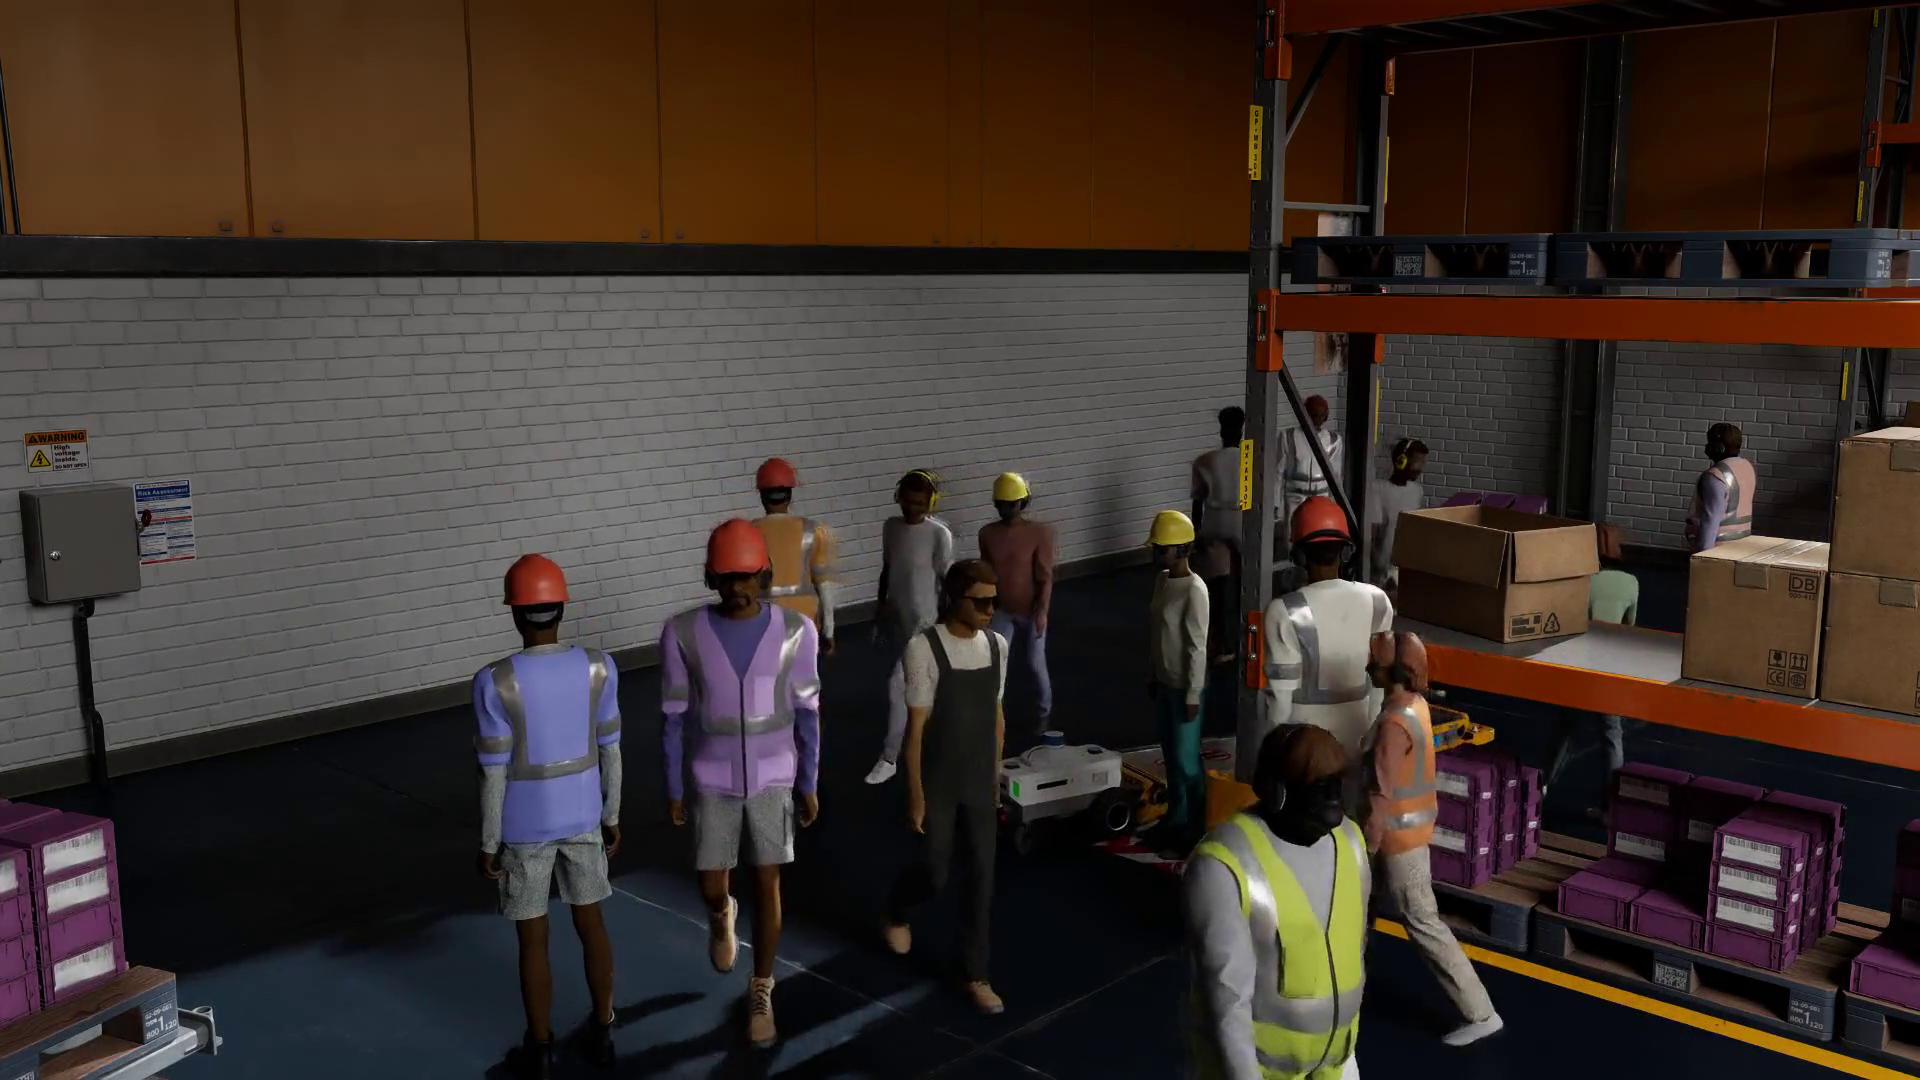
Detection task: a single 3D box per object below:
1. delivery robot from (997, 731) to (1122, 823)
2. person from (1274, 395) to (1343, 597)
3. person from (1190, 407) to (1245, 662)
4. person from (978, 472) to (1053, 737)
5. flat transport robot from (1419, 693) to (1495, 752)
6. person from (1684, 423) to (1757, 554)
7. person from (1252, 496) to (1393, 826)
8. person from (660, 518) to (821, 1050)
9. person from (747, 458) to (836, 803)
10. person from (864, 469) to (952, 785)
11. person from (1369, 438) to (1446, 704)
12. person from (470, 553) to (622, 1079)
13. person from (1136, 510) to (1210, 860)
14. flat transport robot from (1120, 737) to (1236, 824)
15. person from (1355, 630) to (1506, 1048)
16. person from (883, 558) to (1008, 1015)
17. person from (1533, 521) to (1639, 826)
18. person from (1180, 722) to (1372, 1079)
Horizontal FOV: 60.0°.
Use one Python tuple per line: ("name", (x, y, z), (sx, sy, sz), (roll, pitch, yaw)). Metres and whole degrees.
("delivery robot", (0.483, 1.233, 8.610), (0.707, 0.478, 0.477), (-6, 11, -31))
("person", (3.009, -0.325, 14.415), (0.583, 1.871, 0.405), (0, 9, -1))
("person", (2.077, -0.067, 12.738), (0.627, 1.894, 1.046), (2, 10, 14))
("person", (0.340, 0.433, 10.242), (0.528, 1.720, 0.905), (4, 10, 24))
("flat transport robot", (2.542, 1.174, 10.125), (1.431, 0.197, 0.652), (-7, 11, -35))
("person", (5.499, 0.069, 12.102), (0.626, 1.844, 0.429), (-9, 13, -43))
("person", (1.455, 0.836, 6.797), (0.608, 2.039, 0.395), (-4, 10, -25))
("person", (-0.849, 0.895, 6.485), (0.618, 2.026, 0.691), (-1, 9, -9))
("person", (-0.978, 0.501, 9.315), (0.588, 1.906, 0.864), (-2, 9, -13))
("person", (-0.222, 0.464, 9.765), (0.529, 1.822, 0.919), (9, 13, 44))
("person", (2.960, 0.208, 11.364), (0.534, 1.795, 1.002), (-3, 10, -20))
("person", (-1.503, 1.009, 6.049), (0.551, 1.932, 0.377), (-7, 11, -35))
("person", (1.074, 0.722, 8.365), (0.342, 1.760, 0.533), (-2, 10, -15))
("flat transport robot", (1.343, 1.308, 9.303), (1.431, 0.197, 0.652), (-5, 10, -26))
("person", (1.697, 1.131, 6.338), (0.840, 1.604, 0.521), (3, 10, 17))
("person", (-0.058, 0.955, 6.735), (0.532, 1.821, 0.681), (-6, 11, -32))
("person", (3.375, 0.692, 9.018), (0.508, 1.603, 0.781), (-2, 9, -11))
("person", (0.886, 1.367, 4.268), (0.623, 1.794, 0.945), (-5, 11, -29))
